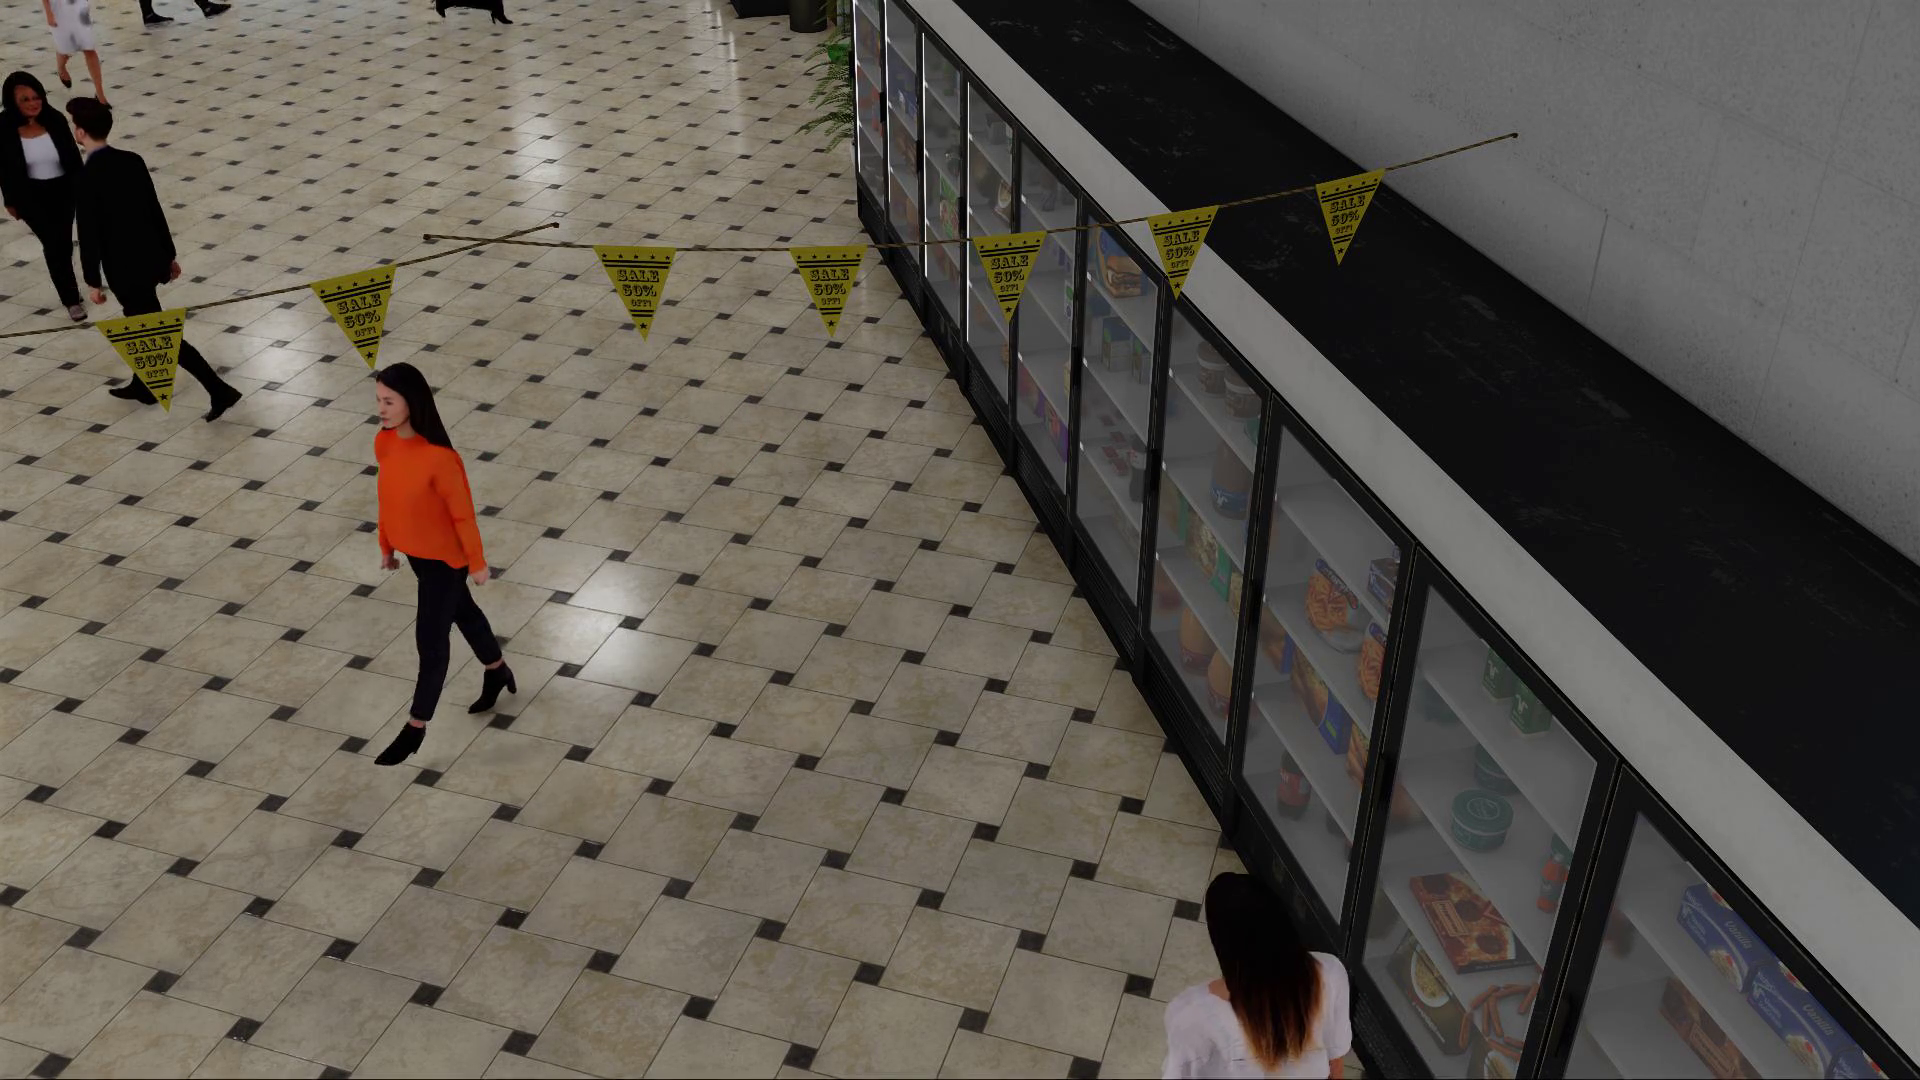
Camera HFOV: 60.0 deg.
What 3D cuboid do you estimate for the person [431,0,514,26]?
[{"bbox_3d":[-4.979,-6.007,16.662,1.094,1.734,0.846,1,32,1],"label":"person"}]

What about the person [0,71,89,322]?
[{"bbox_3d":[-5.956,-2.245,10.763,0.974,1.579,0.955,25,40,34],"label":"person"}]

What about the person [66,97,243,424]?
[{"bbox_3d":[-4.554,-1.513,9.320,1.328,1.860,1.100,8,33,12],"label":"person"}]

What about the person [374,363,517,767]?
[{"bbox_3d":[-2.114,0.040,6.957,0.977,1.720,1.110,24,39,33],"label":"person"}]

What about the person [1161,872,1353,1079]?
[{"bbox_3d":[0.848,1.645,4.467,1.063,1.624,0.886,-11,33,-17],"label":"person"}]

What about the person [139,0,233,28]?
[{"bbox_3d":[-8.205,-6.063,16.685,1.171,1.804,0.909,-21,38,-30],"label":"person"}]

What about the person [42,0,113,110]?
[{"bbox_3d":[-7.811,-4.630,14.455,0.997,1.728,0.922,-27,41,-36],"label":"person"}]
